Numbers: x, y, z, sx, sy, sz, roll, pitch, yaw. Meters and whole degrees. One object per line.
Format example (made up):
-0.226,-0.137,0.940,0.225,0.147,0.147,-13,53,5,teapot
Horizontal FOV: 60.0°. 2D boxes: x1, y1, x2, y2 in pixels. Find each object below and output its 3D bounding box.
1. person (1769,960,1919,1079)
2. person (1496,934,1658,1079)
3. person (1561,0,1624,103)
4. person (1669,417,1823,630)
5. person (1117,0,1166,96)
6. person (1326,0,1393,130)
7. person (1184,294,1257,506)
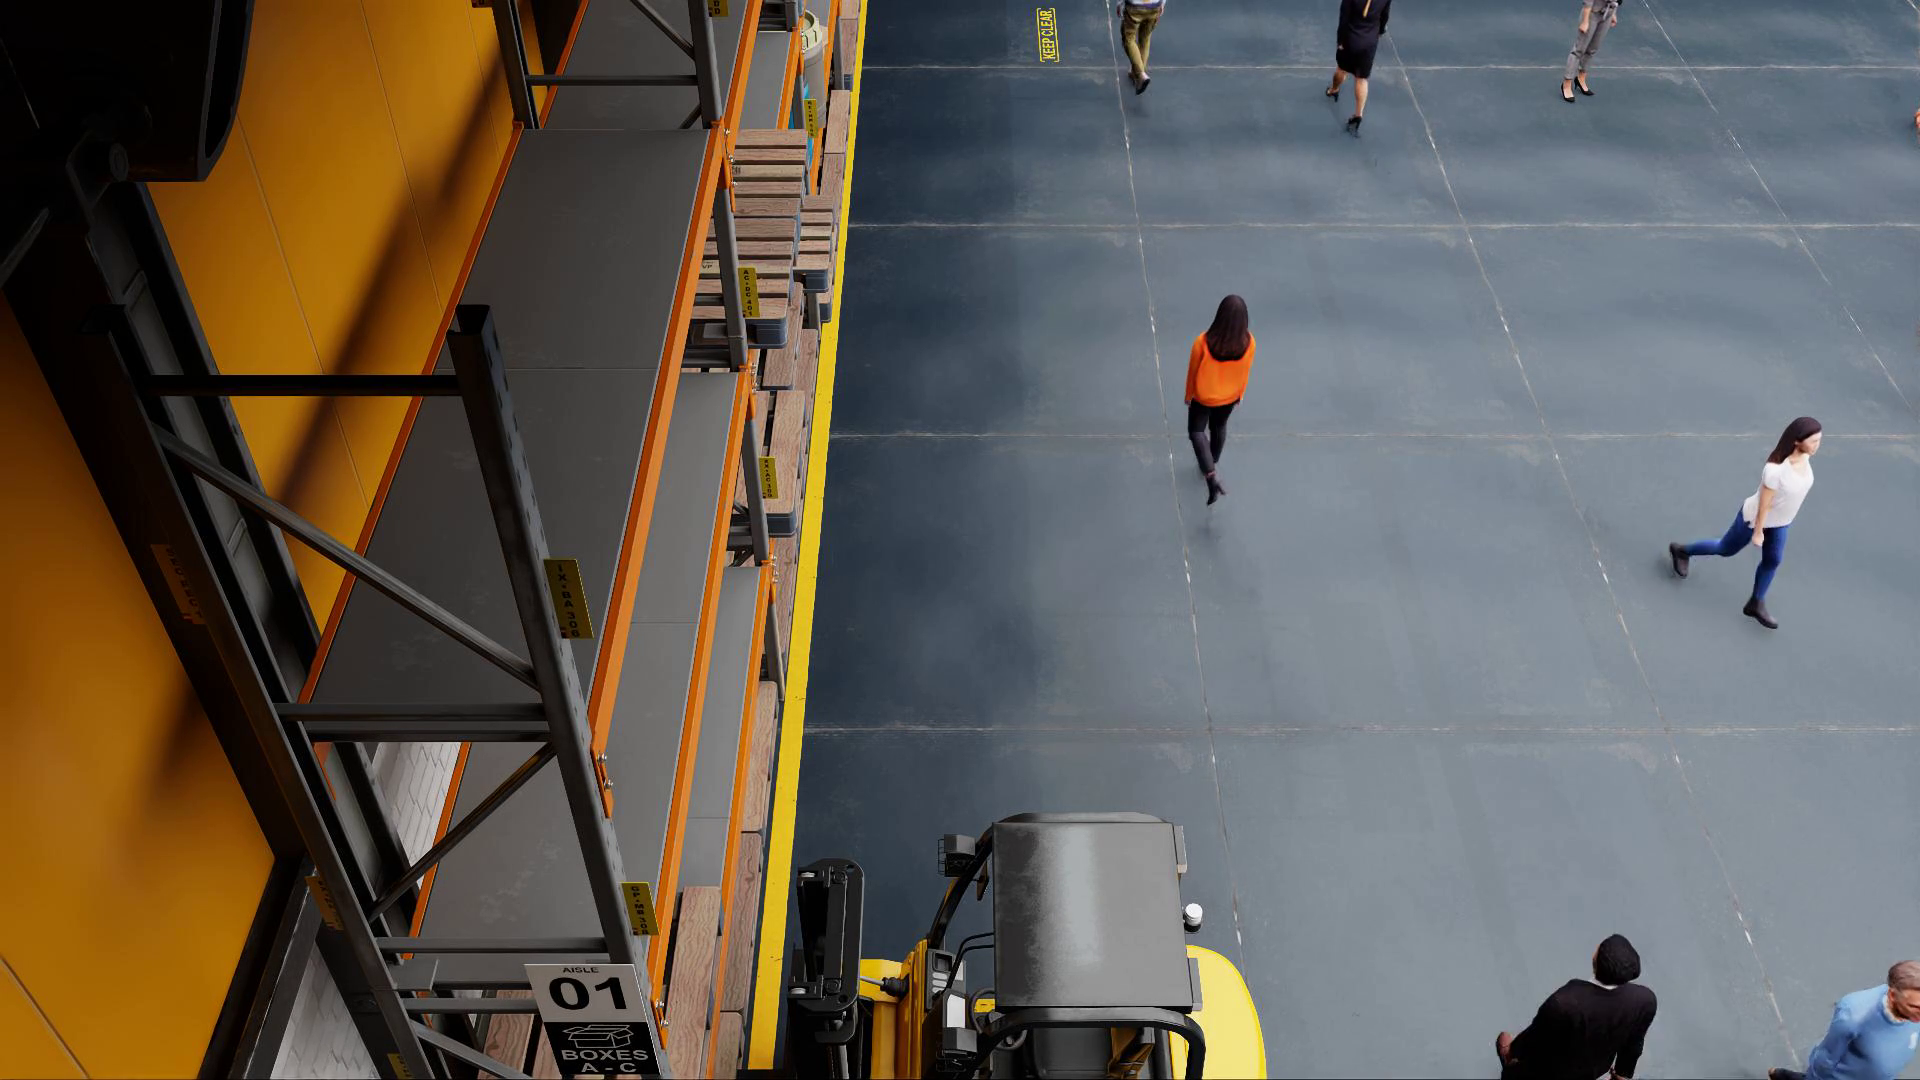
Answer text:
4.364,2.546,8.258,0.748,1.807,0.874,-9,44,-9,person
3.014,2.632,8.150,0.831,1.833,1.188,-6,44,-7,person
6.303,-5.182,16.466,0.717,1.676,0.740,-22,48,-21,person
5.330,-0.176,11.227,0.988,1.654,1.184,-24,48,-23,person
1.823,-5.262,16.460,0.825,1.800,1.041,-10,44,-10,person
3.881,-4.764,16.064,0.804,1.625,1.114,-6,44,-6,person
1.868,-0.991,12.026,0.744,1.732,0.973,-9,44,-9,person
